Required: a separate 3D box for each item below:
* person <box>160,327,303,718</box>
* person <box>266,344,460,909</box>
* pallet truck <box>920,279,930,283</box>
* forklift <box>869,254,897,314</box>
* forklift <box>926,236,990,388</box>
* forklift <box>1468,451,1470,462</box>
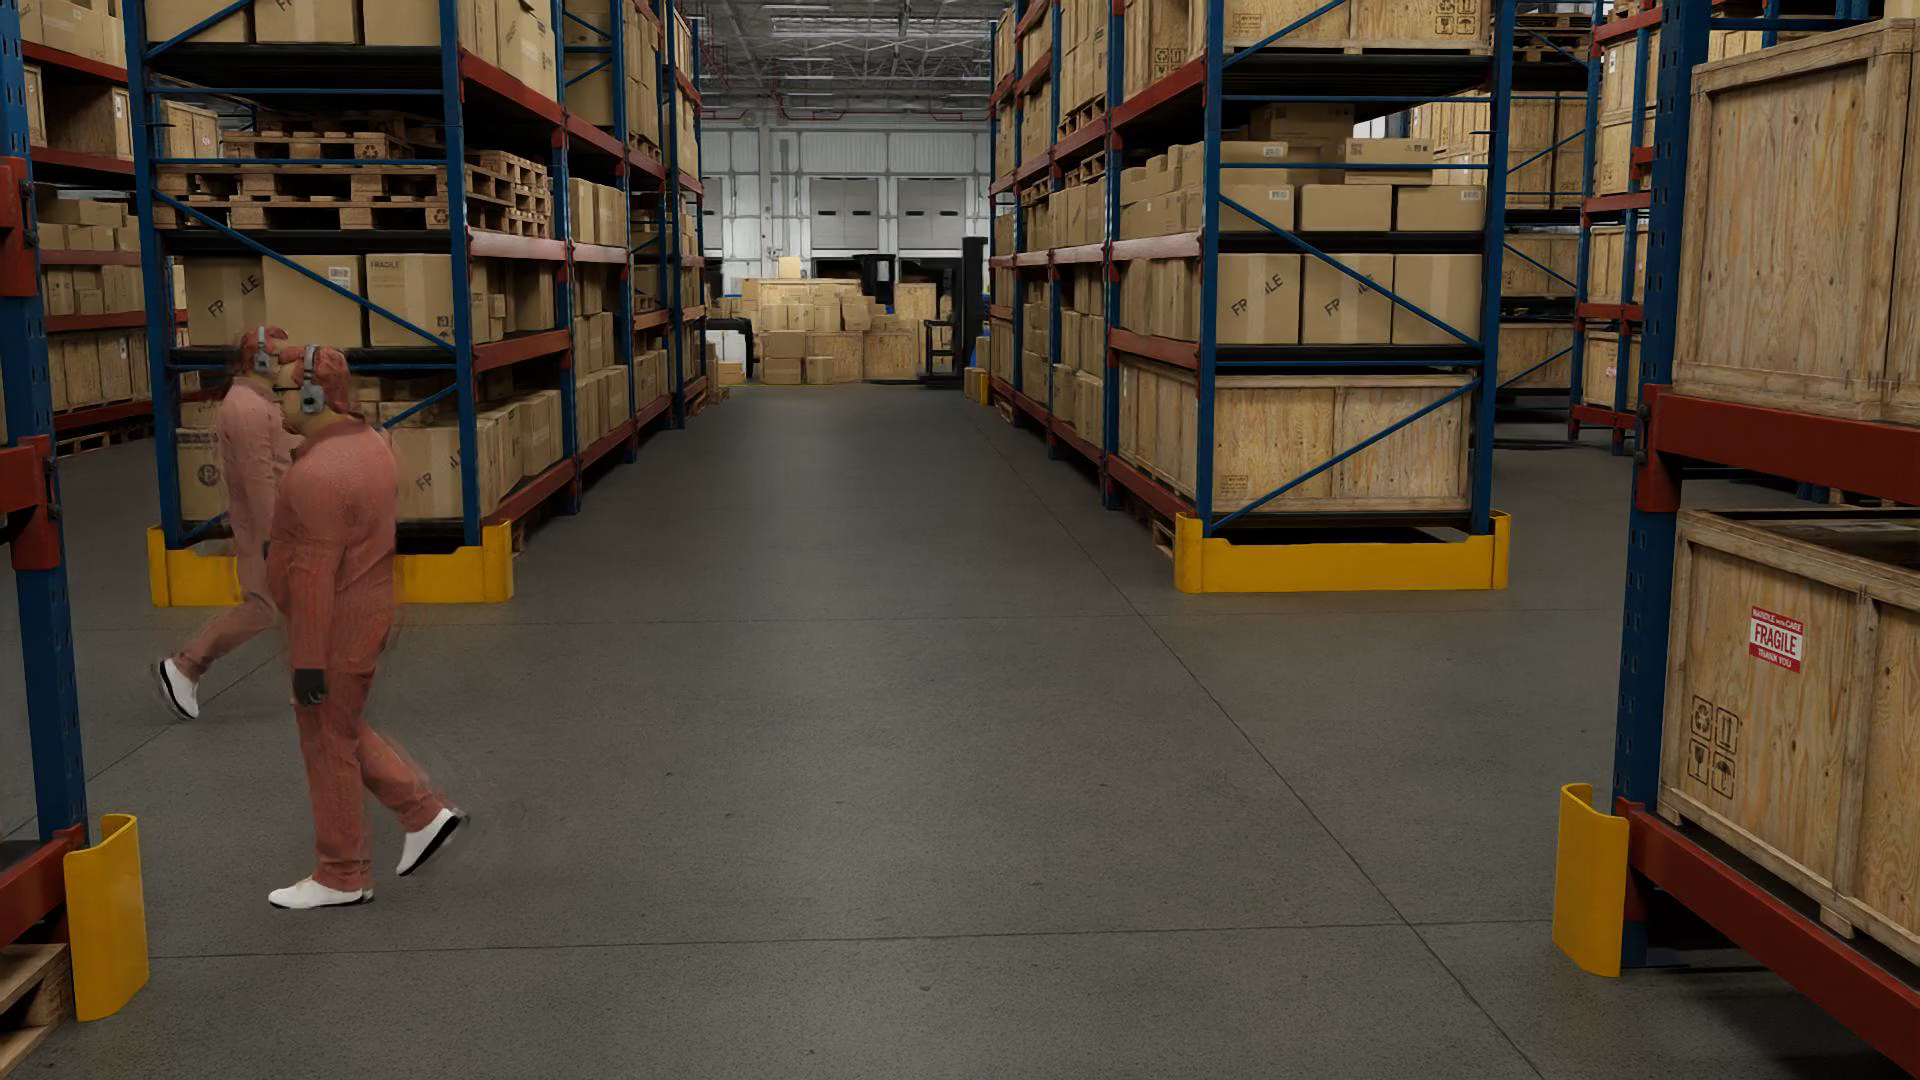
[{"bbox_3d":[-3.380,-0.078,7.963,0.809,1.878,0.649,-2,9,-11],"label":"person"},{"bbox_3d":[-2.046,0.300,5.525,0.500,1.893,0.668,-1,9,-3],"label":"person"},{"bbox_3d":[-0.932,-8.922,63.114,1.885,1.965,0.823,2,9,13],"label":"pallet truck"},{"bbox_3d":[-2.577,-8.193,55.775,1.129,2.768,1.873,-7,11,-38],"label":"forklift"},{"bbox_3d":[0.265,-4.273,31.162,1.873,2.768,1.129,-1,9,-5],"label":"forklift"},{"bbox_3d":[4.610,-2.207,18.189,1.873,2.768,1.129,4,10,22],"label":"forklift"}]
